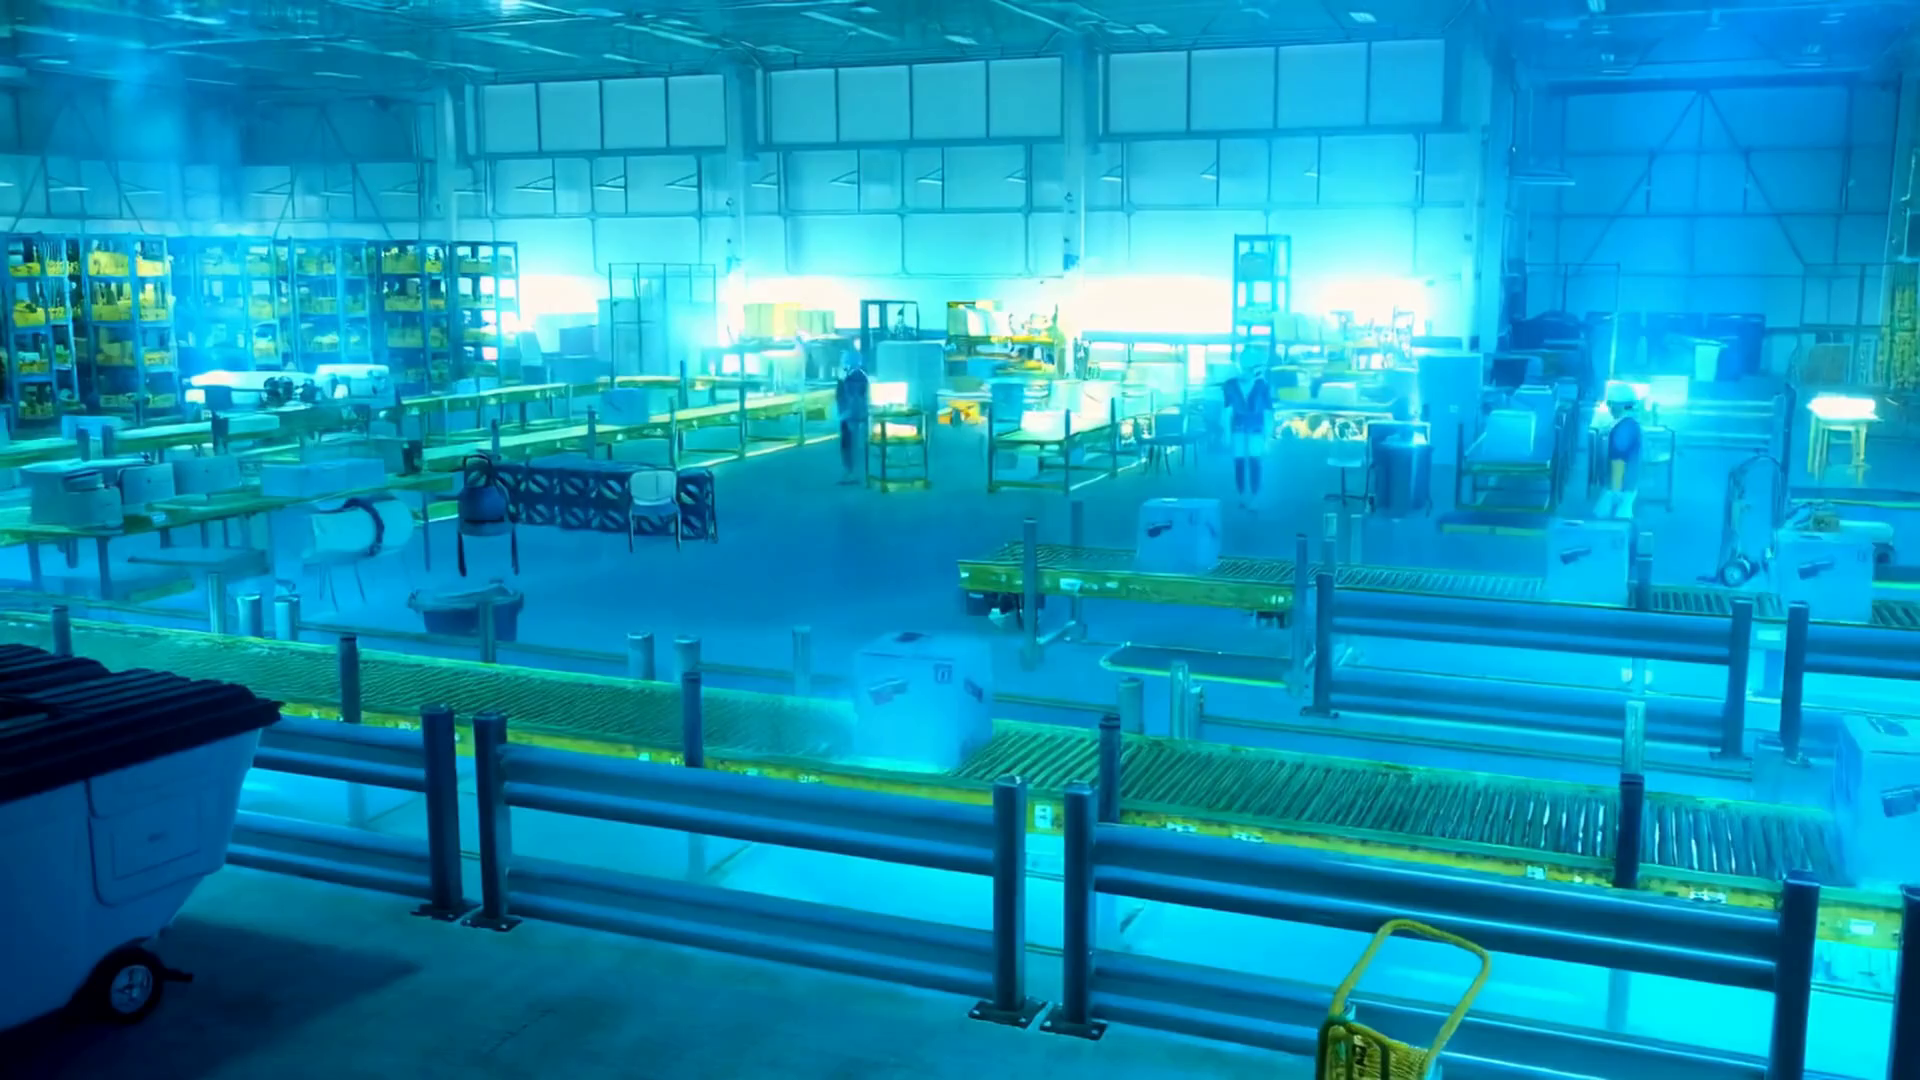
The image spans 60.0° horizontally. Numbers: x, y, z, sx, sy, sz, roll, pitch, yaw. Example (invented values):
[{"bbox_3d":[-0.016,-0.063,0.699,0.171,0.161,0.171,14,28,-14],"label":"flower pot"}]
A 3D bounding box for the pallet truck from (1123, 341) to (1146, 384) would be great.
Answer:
[{"bbox_3d":[4.445,-4.380,41.279,0.680,1.201,1.601,4,10,22],"label":"pallet truck"}]

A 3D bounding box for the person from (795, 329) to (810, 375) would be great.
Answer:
[{"bbox_3d":[-3.249,-3.536,34.663,0.895,1.713,0.549,-1,9,-7],"label":"person"}]

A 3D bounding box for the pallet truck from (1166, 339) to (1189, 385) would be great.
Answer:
[{"bbox_3d":[5.418,-4.269,40.420,0.704,1.261,1.522,3,10,20],"label":"pallet truck"}]

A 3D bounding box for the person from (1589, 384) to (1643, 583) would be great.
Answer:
[{"bbox_3d":[6.232,-0.521,15.816,0.521,1.916,0.561,8,12,39],"label":"person"}]

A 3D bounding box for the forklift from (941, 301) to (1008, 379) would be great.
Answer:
[{"bbox_3d":[0.365,-4.966,41.571,1.157,1.987,2.680,3,10,20],"label":"forklift"}]

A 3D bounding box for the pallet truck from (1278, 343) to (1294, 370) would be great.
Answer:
[{"bbox_3d":[7.886,-4.163,39.743,0.653,1.274,1.630,4,10,22],"label":"pallet truck"}]

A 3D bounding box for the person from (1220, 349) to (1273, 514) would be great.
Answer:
[{"bbox_3d":[3.498,-1.319,20.361,0.613,2.022,0.689,2,10,14],"label":"person"}]

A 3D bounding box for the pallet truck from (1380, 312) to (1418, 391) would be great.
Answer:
[{"bbox_3d":[10.207,-4.283,38.369,0.823,1.965,1.885,3,10,20],"label":"pallet truck"}]

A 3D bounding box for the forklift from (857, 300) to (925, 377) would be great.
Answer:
[{"bbox_3d":[-1.732,-5.109,42.468,1.157,1.987,2.680,4,10,22],"label":"forklift"}]

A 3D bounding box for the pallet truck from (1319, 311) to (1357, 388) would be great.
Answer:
[{"bbox_3d":[9.071,-4.419,39.190,0.823,1.965,1.885,5,10,26],"label":"pallet truck"}]

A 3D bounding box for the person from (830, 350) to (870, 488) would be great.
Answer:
[{"bbox_3d":[-1.539,-1.659,22.799,0.445,1.892,0.701,-5,11,-30],"label":"person"}]
